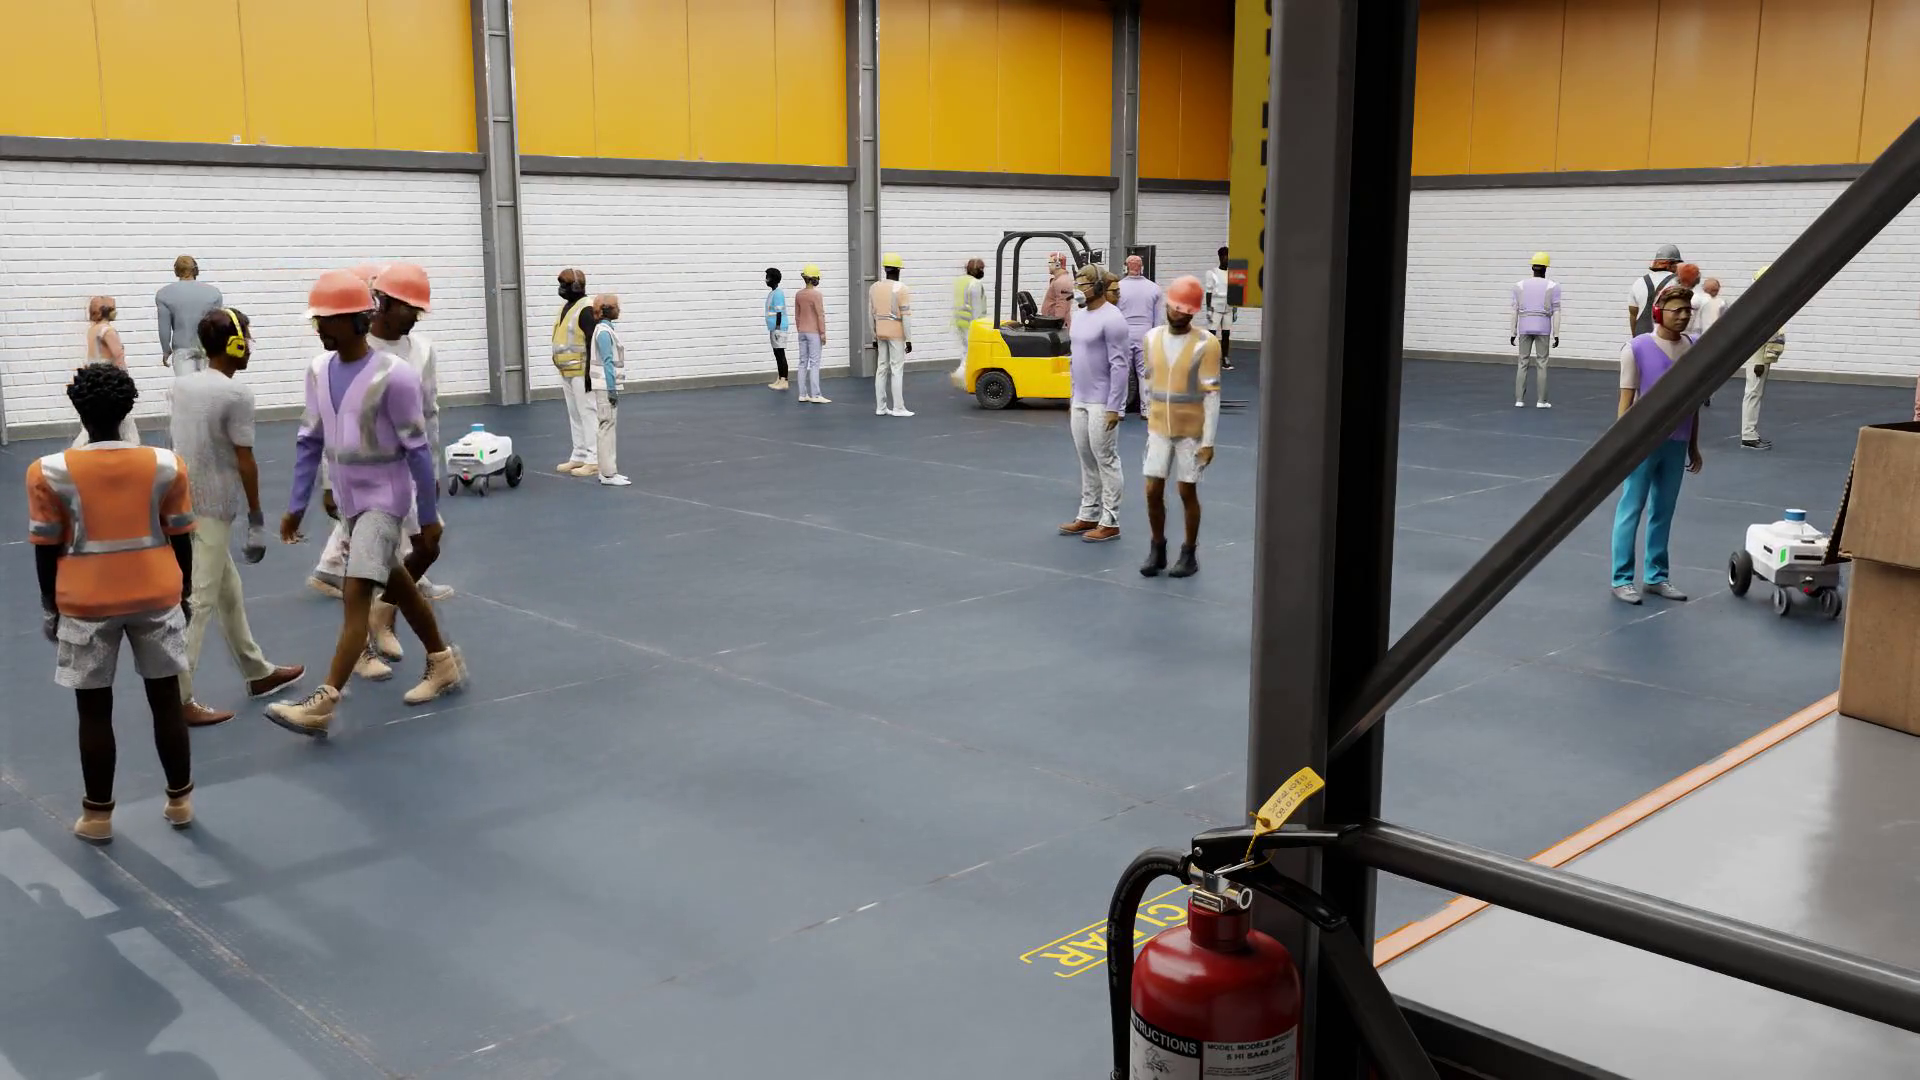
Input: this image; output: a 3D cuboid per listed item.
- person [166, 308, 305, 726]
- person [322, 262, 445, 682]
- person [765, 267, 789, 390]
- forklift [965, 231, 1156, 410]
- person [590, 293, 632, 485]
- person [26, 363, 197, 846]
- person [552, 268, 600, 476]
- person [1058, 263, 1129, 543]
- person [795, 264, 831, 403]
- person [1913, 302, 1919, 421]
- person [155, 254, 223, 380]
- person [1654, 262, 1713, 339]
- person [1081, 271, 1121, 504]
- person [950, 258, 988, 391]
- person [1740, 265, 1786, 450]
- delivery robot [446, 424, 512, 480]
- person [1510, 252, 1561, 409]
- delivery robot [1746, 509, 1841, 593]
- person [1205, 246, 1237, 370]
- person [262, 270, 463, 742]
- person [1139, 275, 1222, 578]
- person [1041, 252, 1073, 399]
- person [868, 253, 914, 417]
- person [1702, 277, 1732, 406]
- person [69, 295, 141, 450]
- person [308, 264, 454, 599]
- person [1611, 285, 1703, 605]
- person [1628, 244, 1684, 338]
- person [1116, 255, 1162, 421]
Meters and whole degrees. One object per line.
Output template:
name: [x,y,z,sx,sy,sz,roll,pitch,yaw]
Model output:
person: [-3.277,-0.110,7.407,0.562,1.810,0.825,7,13,34]
person: [-2.770,-0.317,7.973,0.504,1.999,0.721,9,13,39]
person: [-2.542,-2.925,23.056,0.321,1.690,0.536,-3,11,-17]
forklift: [1.222,-2.721,20.561,2.313,2.155,1.214,2,11,13]
person: [-3.008,-1.287,14.267,0.320,1.638,0.524,-3,11,-14]
person: [-2.964,0.225,5.867,0.539,1.692,0.318,-8,13,-37]
person: [-3.416,-1.496,14.846,0.429,1.841,0.633,-7,13,-34]
person: [0.948,-0.954,11.627,0.369,1.938,0.630,-5,11,-24]
person: [-1.889,-2.623,21.197,0.315,1.770,0.524,-10,14,-43]
person: [10.894,-2.186,18.432,0.409,1.907,0.650,0,10,1]
person: [-7.812,-1.928,16.944,0.629,1.937,0.376,-6,12,-28]
person: [7.459,-1.951,17.276,0.785,1.864,0.607,-9,14,-41]
person: [1.117,-1.216,13.308,0.325,1.843,0.517,1,10,7]
person: [0.131,-2.914,22.615,0.490,1.823,0.639,-5,11,-24]
person: [8.031,-1.824,16.658,0.404,1.833,0.590,5,12,28]
delivery robot: [-4.018,-0.726,13.901,0.477,0.478,0.707,1,10,5]
person: [7.107,-2.584,20.546,0.593,1.924,0.381,6,12,29]
delivery robot: [4.794,0.067,9.578,0.477,0.478,0.707,2,11,10]
person: [4.149,-3.665,26.379,0.600,1.958,0.383,-4,11,-22]
person: [-2.605,-0.165,7.196,0.618,1.971,1.123,7,12,33]
person: [1.361,-0.680,10.246,0.559,1.890,0.601,6,12,31]
person: [1.268,-2.795,21.754,0.410,1.909,0.642,1,10,5]
person: [-0.799,-2.409,19.593,0.594,1.924,0.374,8,13,37]
person: [9.340,-2.470,20.772,0.520,1.616,0.717,6,12,29]
person: [-7.680,-1.381,14.878,0.837,1.602,0.523,-8,13,-39]
person: [-3.437,-0.607,9.672,0.695,1.989,0.631,-5,11,-25]
person: [4.072,-0.557,9.711,0.564,1.847,0.395,-3,11,-17]
person: [7.808,-2.264,18.490,0.536,2.000,0.678,-9,14,-40]
person: [1.999,-2.324,19.212,0.645,1.899,0.401,-2,11,-9]
